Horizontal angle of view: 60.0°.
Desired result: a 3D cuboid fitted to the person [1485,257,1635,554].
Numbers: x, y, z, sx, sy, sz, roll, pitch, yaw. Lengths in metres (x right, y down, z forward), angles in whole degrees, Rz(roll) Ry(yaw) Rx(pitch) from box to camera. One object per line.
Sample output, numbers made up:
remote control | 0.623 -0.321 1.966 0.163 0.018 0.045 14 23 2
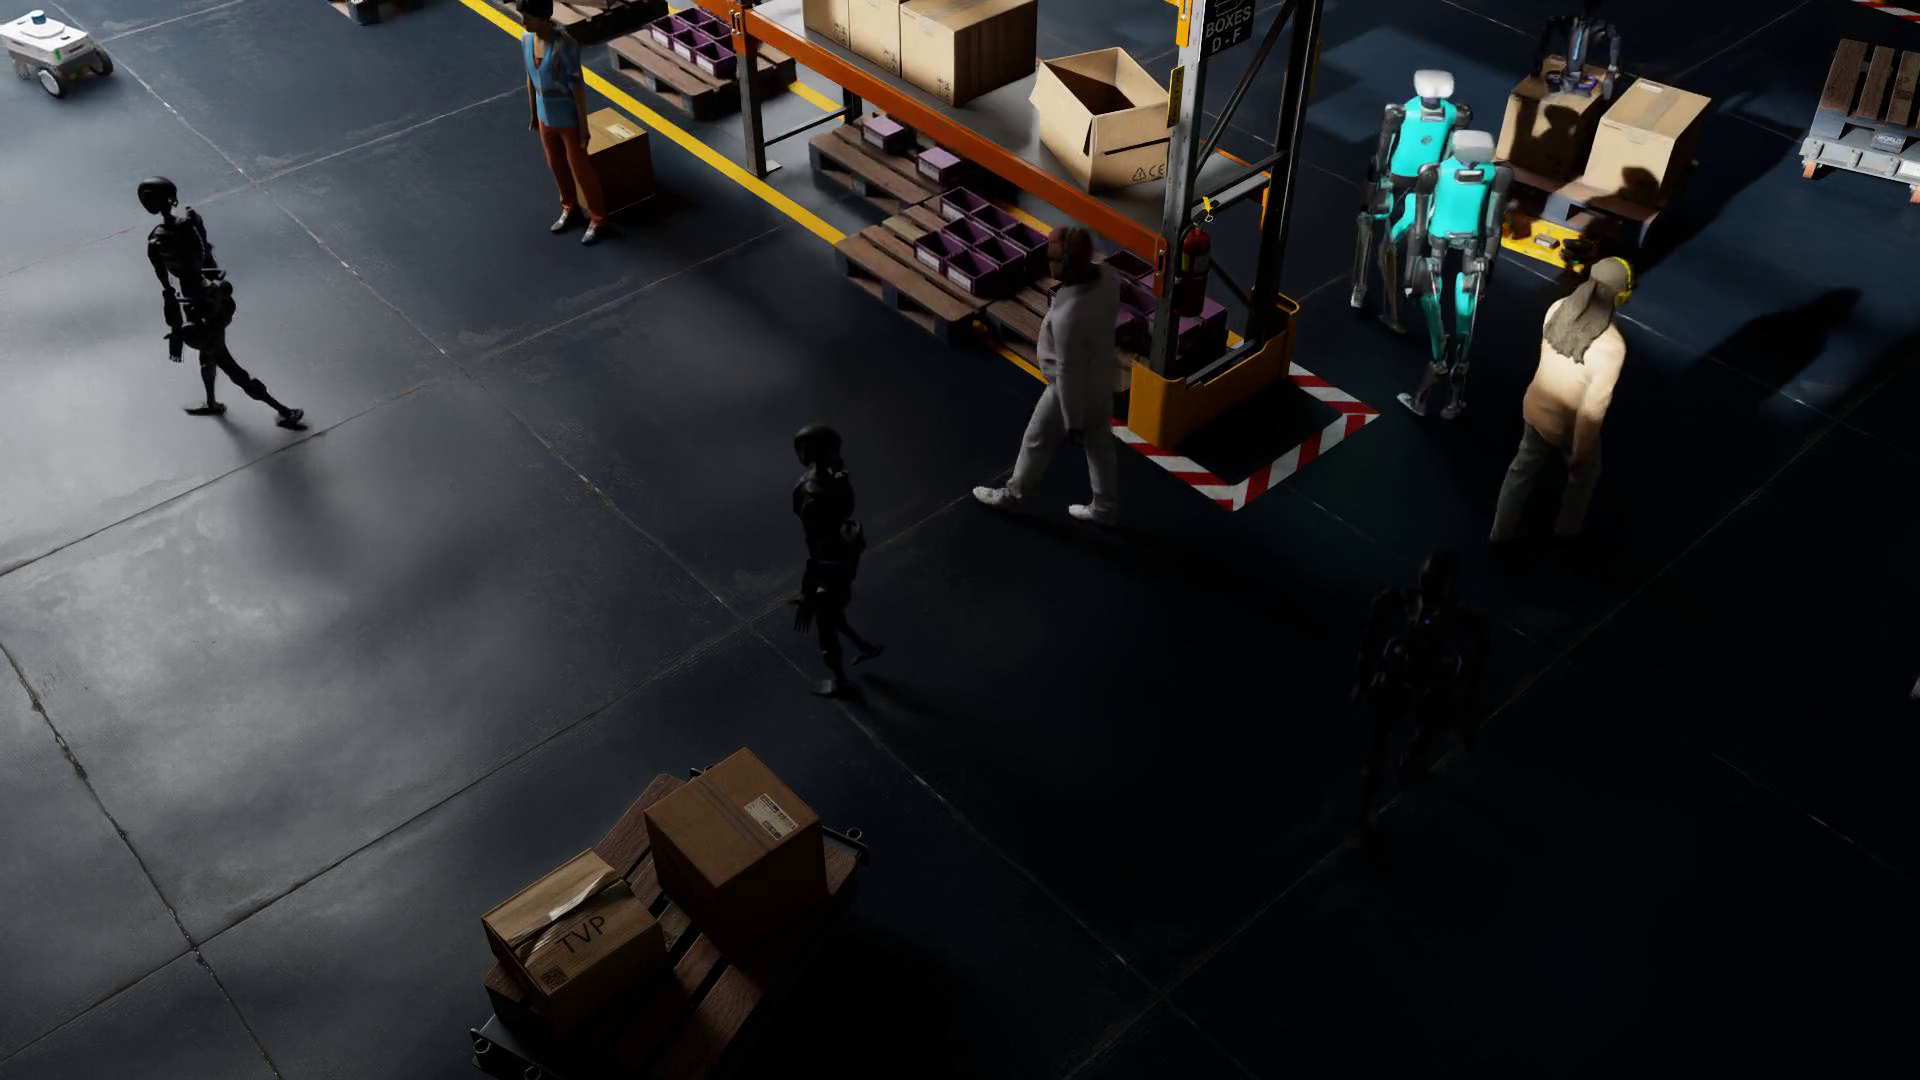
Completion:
person | 3.240 -0.683 8.665 0.783 1.850 0.584 -16 45 -16

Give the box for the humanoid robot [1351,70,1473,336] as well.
humanoid robot | 2.727 -2.189 10.379 0.544 1.769 0.699 -1 43 -2

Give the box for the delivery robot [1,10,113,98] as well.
delivery robot | -7.151 -3.865 13.080 0.783 0.584 0.499 22 47 22

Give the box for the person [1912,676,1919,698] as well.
person | 5.133 -0.087 7.990 0.915 1.895 0.542 -28 50 -27

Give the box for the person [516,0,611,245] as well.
person | -2.661 -2.817 11.060 0.505 1.756 0.326 23 48 23

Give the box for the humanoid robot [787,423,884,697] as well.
humanoid robot | -0.596 0.134 7.909 0.396 1.651 0.588 6 43 7

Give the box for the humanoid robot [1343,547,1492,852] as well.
humanoid robot | 2.022 0.688 7.341 0.594 1.627 0.771 17 45 18

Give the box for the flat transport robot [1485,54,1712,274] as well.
flat transport robot | 4.329 -2.347 11.648 0.659 0.231 1.431 27 49 26

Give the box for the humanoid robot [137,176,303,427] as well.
humanoid robot | -4.331 -1.328 9.548 0.787 1.638 0.604 3 43 3

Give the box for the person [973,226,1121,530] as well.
person | 0.508 -0.856 8.851 0.911 1.869 0.651 20 46 21

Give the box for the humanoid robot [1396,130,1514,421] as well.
humanoid robot | 2.831 -1.404 9.527 0.532 1.760 0.751 -1 43 -1

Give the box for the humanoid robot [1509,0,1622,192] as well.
humanoid robot | 4.147 -3.025 11.343 0.586 1.644 0.351 16 45 17
